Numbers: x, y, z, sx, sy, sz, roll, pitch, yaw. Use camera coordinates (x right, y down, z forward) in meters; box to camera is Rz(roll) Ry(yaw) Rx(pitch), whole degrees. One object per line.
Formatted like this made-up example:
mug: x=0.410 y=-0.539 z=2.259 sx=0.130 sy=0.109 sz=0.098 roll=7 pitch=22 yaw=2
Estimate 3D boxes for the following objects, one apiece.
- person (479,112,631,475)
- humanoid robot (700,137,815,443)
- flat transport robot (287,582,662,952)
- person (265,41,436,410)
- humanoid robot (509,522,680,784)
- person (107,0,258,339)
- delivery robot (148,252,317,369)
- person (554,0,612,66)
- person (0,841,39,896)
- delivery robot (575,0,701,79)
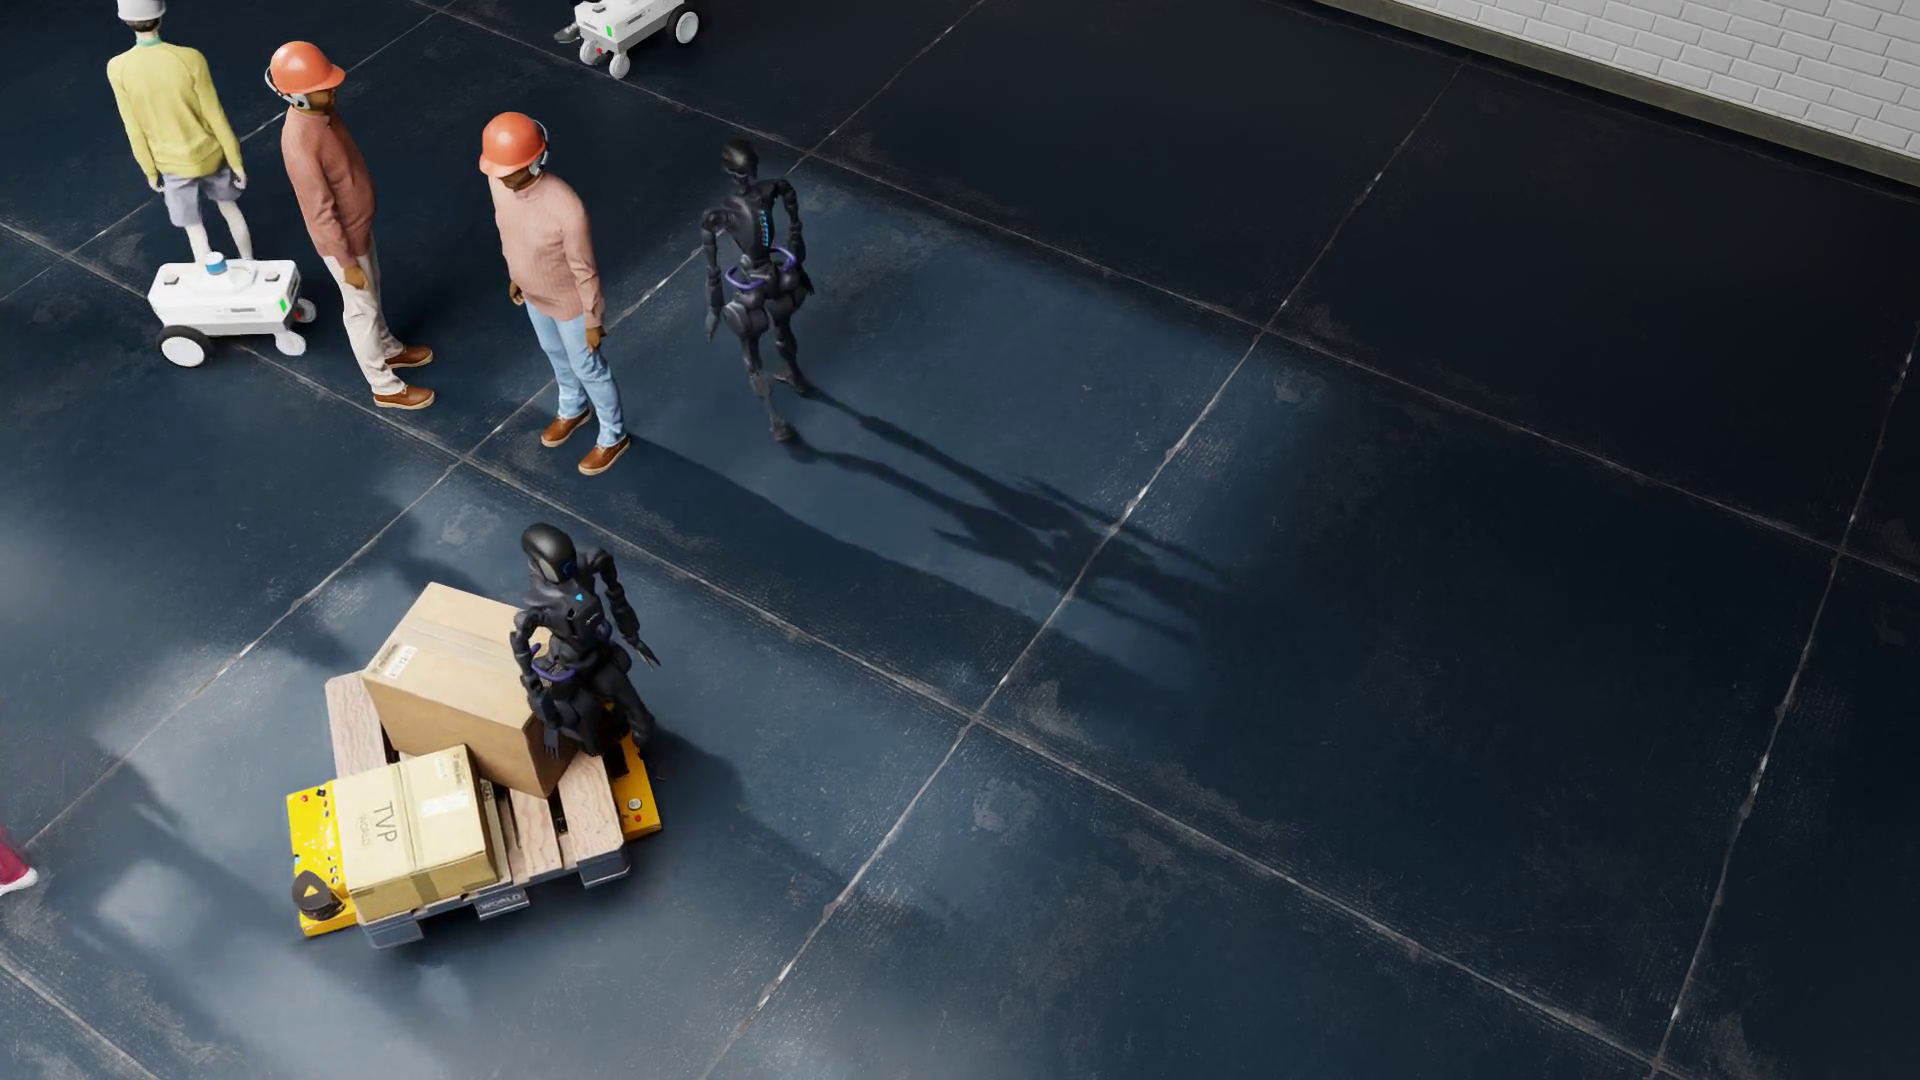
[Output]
person: x=-1.874 y=-1.126 z=7.664 sx=0.616 sy=1.986 sz=0.403 roll=34 pitch=57 yaw=26
humanoid robot: x=-0.945 y=-1.182 z=7.943 sx=0.612 sy=1.651 sz=0.528 roll=-34 pitch=57 yaw=-26
flat transport robot: x=-2.011 y=1.101 z=6.853 sx=1.431 sy=0.231 sz=0.659 roll=-15 pitch=51 yaw=-13
person: x=-2.919 y=-1.494 z=7.977 sx=0.388 sy=1.995 sz=0.611 roll=-7 pitch=49 yaw=-6
humanoid robot: x=-1.437 y=0.526 z=6.415 sx=0.344 sy=1.649 sz=0.602 roll=25 pitch=54 yaw=21
person: x=-3.887 y=-1.896 z=8.432 sx=0.498 sy=1.854 sz=0.709 roll=-19 pitch=52 yaw=-16
delivery robot: x=-3.841 y=-1.240 z=8.718 sx=0.797 sy=0.608 sz=0.499 roll=-2 pitch=49 yaw=-2
person: x=-2.328 y=-3.681 z=10.067 sx=0.441 sy=1.728 sz=0.801 roll=-33 pitch=57 yaw=-26
person: x=-4.048 y=1.021 z=6.036 sx=0.826 sy=1.599 sz=0.510 roll=-24 pitch=53 yaw=-20
delivery robot: x=-2.069 y=-3.340 z=10.549 sx=0.499 sy=0.601 sz=0.802 roll=30 pitch=55 yaw=24
